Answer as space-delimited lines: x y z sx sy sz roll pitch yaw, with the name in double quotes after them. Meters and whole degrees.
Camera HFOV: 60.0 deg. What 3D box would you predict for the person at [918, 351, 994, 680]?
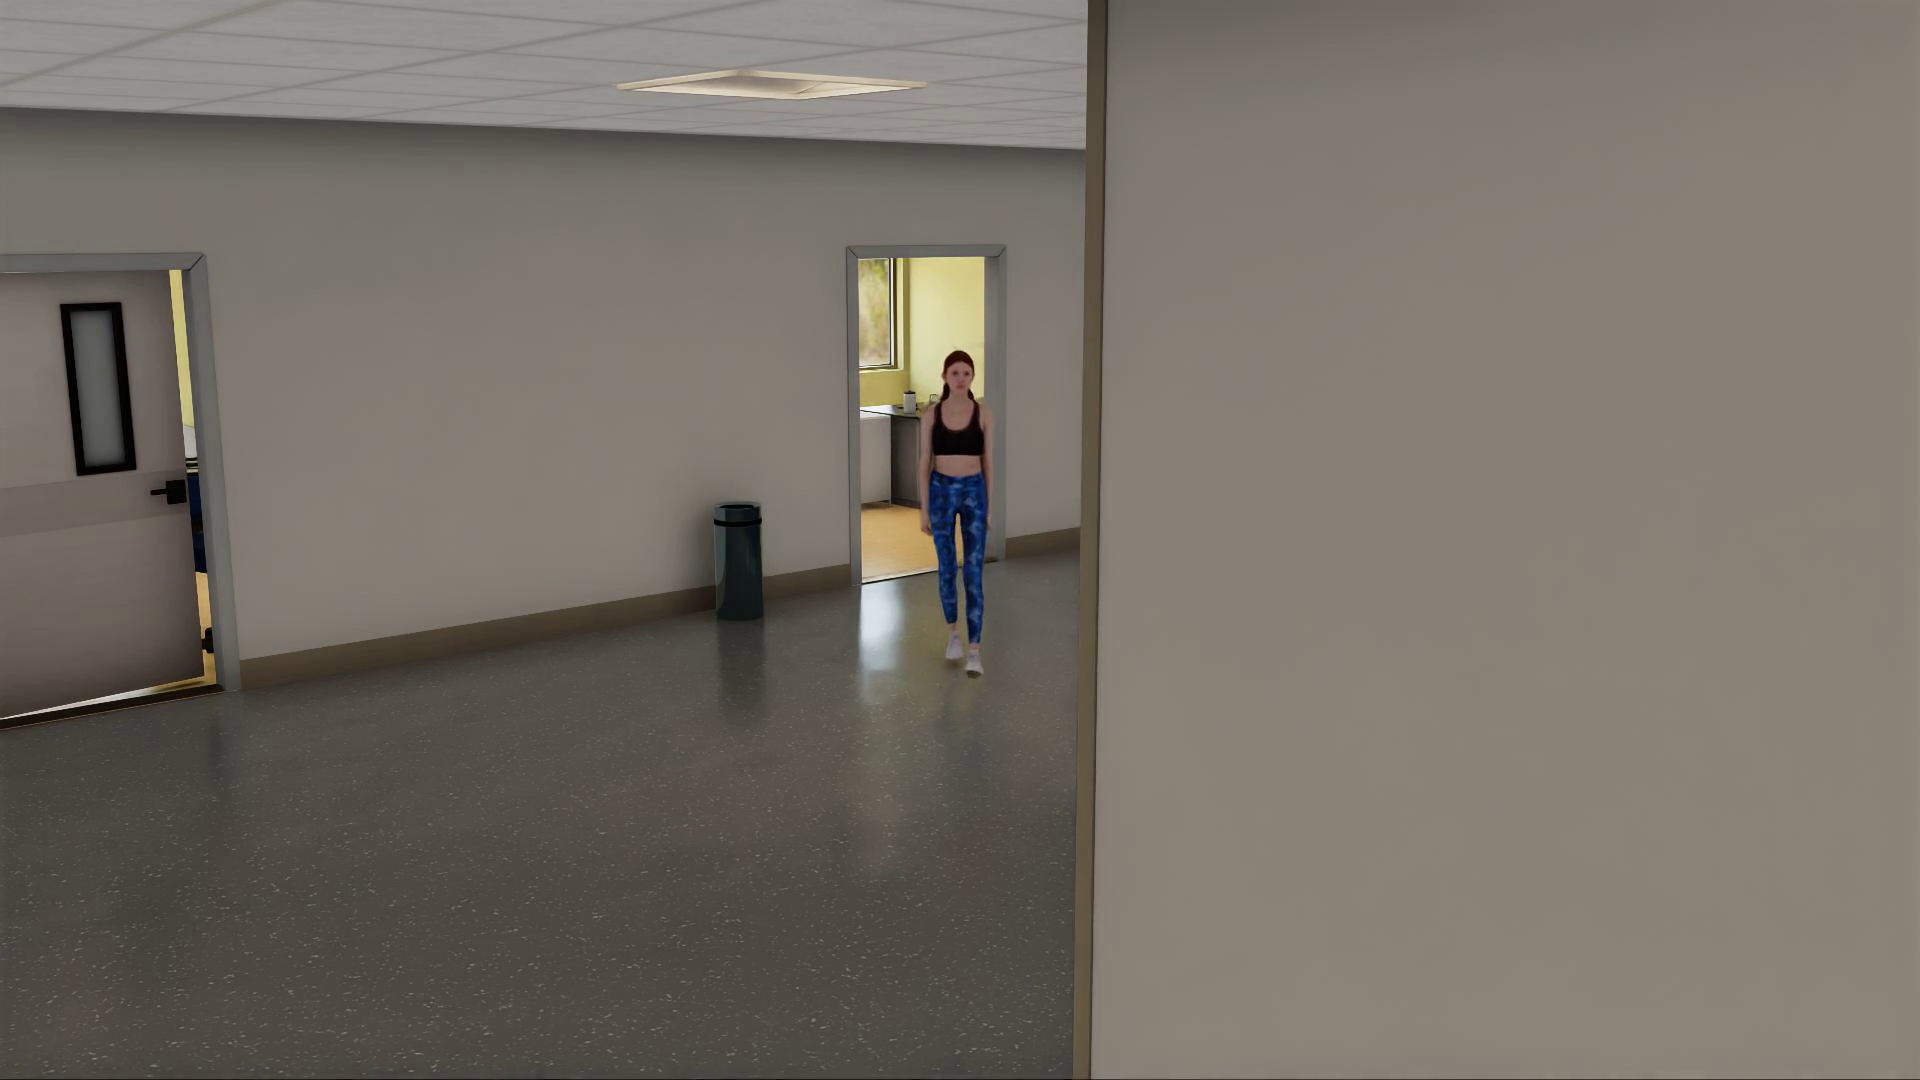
-0.022 -0.137 9.168 1.107 1.740 1.112 0 11 2 "person"
